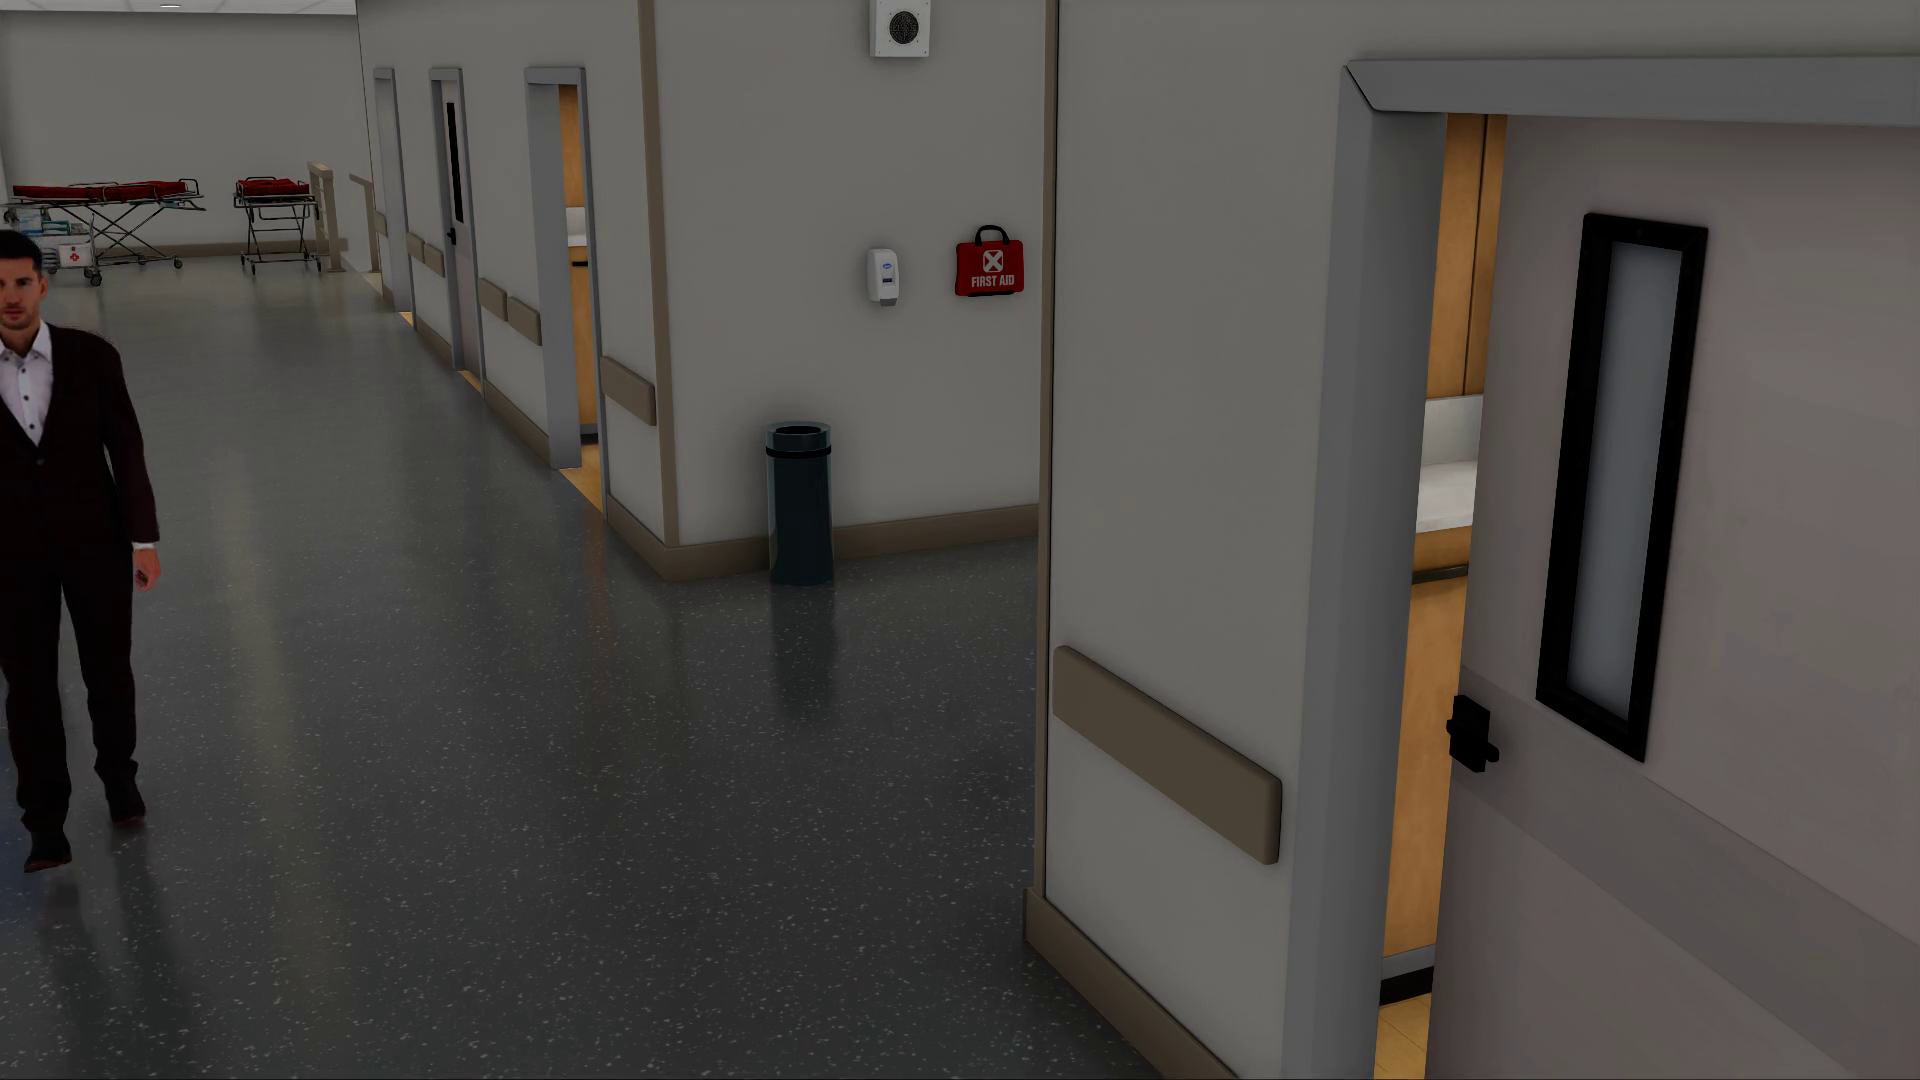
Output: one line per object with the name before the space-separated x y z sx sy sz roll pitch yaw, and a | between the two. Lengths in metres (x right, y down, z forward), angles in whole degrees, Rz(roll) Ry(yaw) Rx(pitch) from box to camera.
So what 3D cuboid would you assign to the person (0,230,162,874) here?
person | -2.712 0.007 5.006 0.722 1.838 1.002 -8 18 -26
